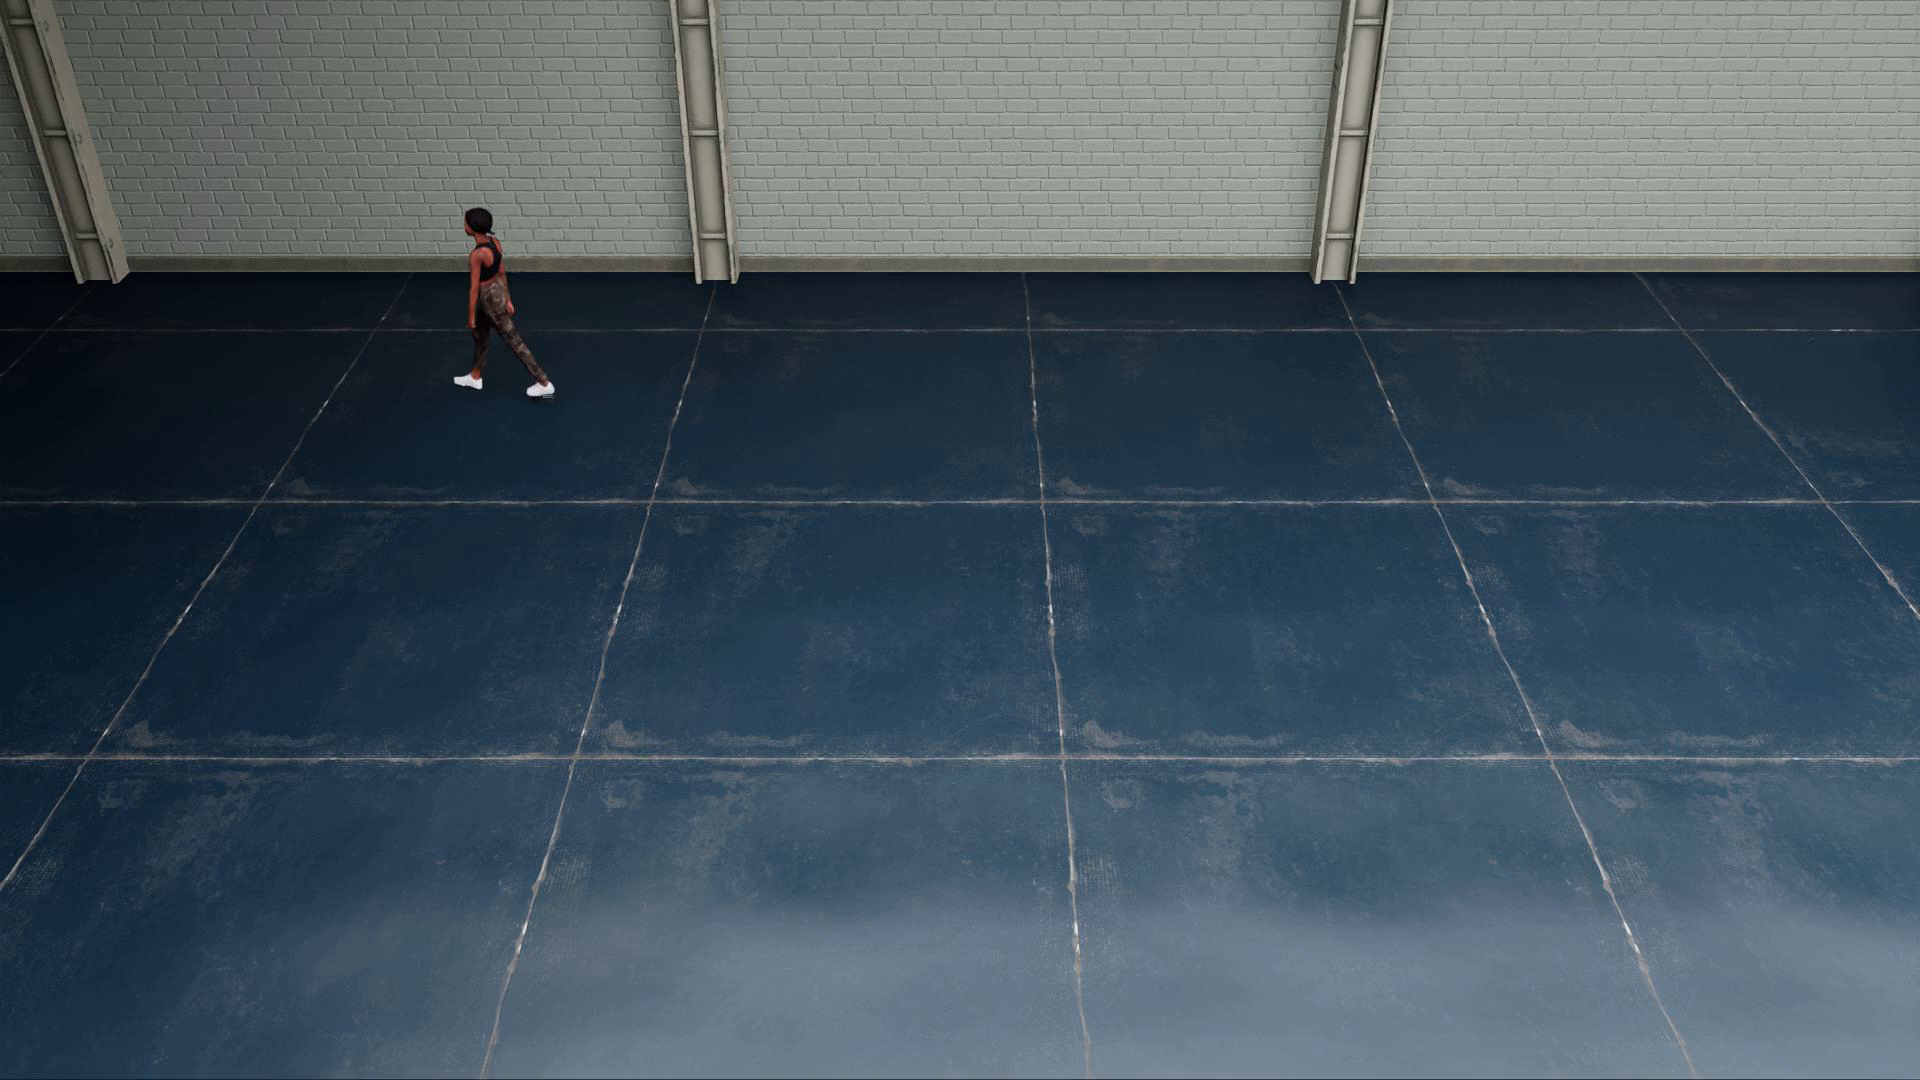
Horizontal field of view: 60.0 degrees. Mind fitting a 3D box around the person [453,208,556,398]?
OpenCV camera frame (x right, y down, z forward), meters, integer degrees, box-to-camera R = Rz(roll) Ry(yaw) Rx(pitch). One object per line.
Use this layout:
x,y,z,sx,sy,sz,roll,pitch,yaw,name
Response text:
-3.757,-1.898,13.691,1.209,1.653,0.751,7,34,11,person
